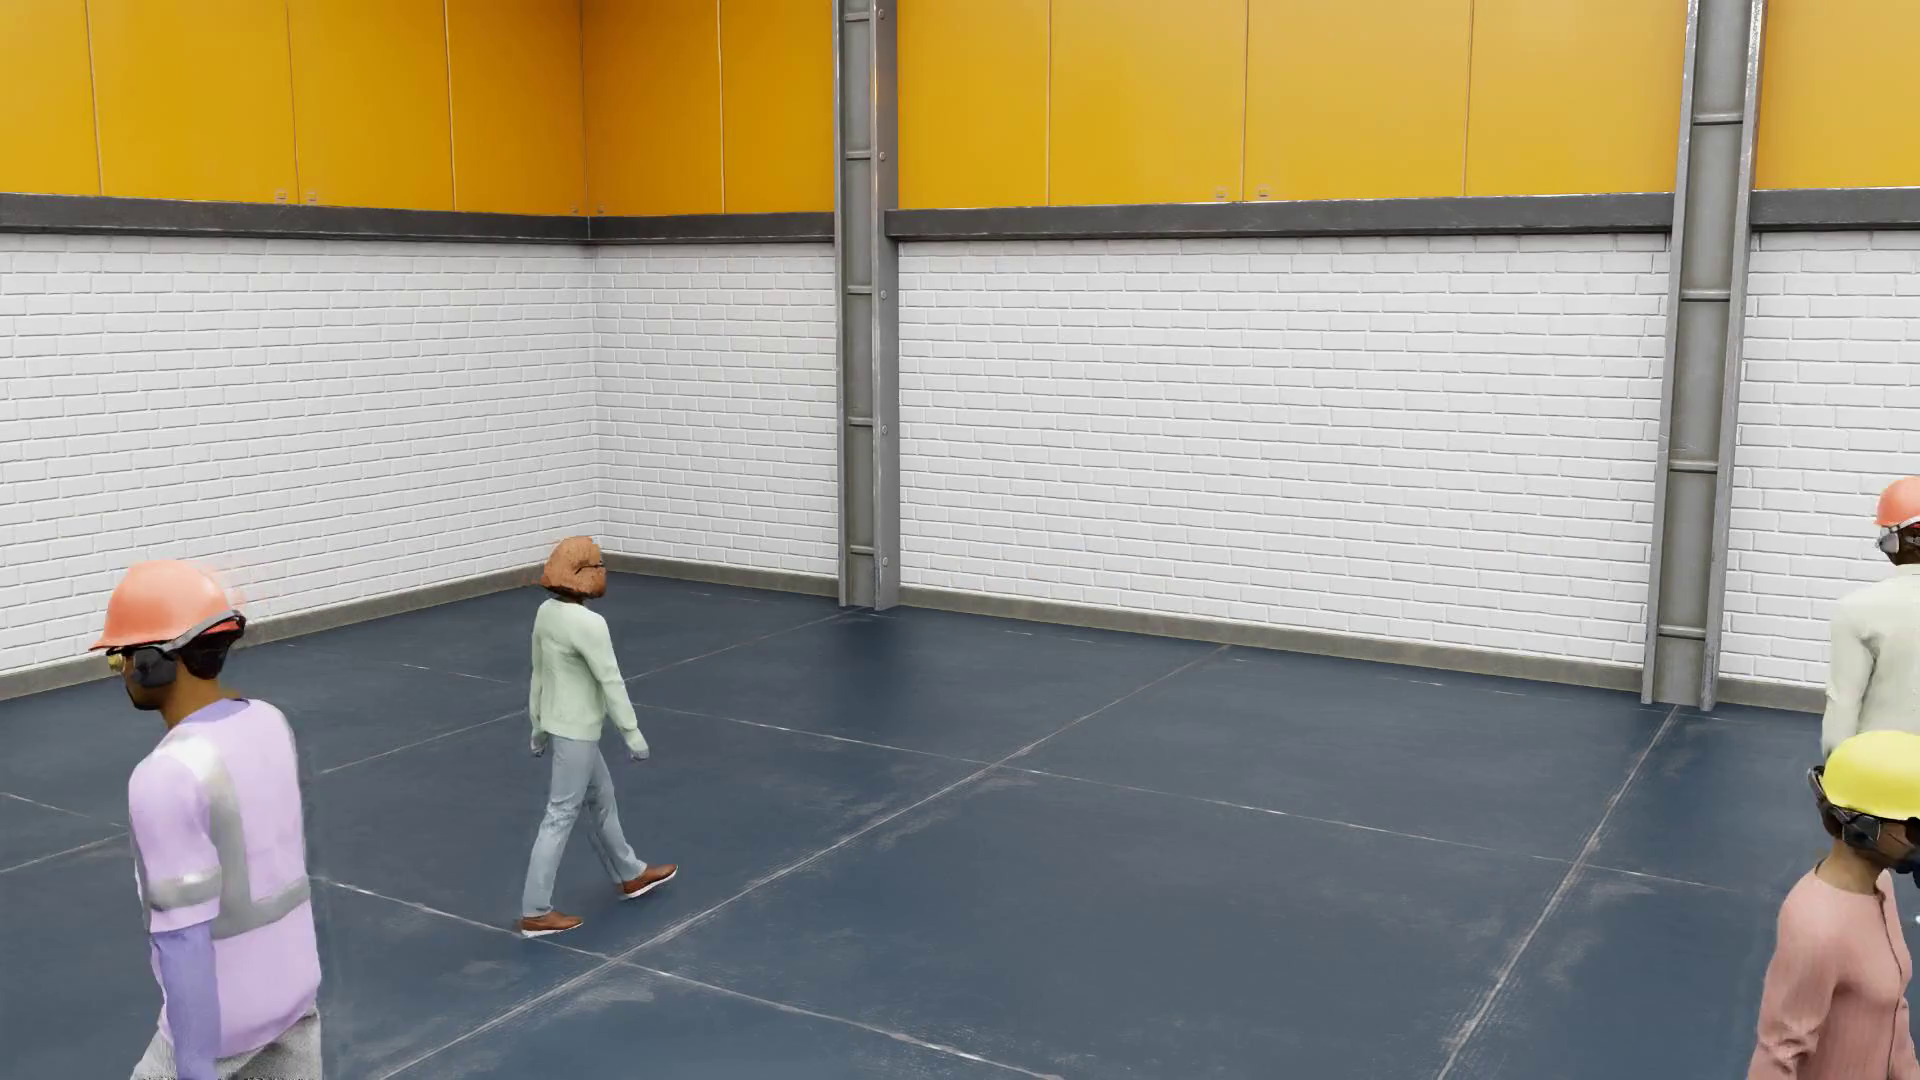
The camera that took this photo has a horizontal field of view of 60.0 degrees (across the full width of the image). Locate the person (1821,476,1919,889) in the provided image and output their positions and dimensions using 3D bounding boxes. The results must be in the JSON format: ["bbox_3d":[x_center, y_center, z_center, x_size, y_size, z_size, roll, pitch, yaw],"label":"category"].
[{"bbox_3d":[3.257,0.768,5.669,0.606,1.964,0.800,1,9,7],"label":"person"}]

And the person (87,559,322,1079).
[{"bbox_3d":[-1.760,1.044,3.795,0.831,2.006,0.616,1,9,7],"label":"person"}]

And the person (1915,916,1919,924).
[{"bbox_3d":[4.091,0.819,6.472,0.326,1.609,0.607,-5,11,-30],"label":"person"}]

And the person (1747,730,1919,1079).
[{"bbox_3d":[1.890,1.241,3.477,0.930,1.717,0.545,7,12,38],"label":"person"}]

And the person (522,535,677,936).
[{"bbox_3d":[-1.463,0.776,6.763,0.811,1.600,0.507,-6,11,-33],"label":"person"}]
